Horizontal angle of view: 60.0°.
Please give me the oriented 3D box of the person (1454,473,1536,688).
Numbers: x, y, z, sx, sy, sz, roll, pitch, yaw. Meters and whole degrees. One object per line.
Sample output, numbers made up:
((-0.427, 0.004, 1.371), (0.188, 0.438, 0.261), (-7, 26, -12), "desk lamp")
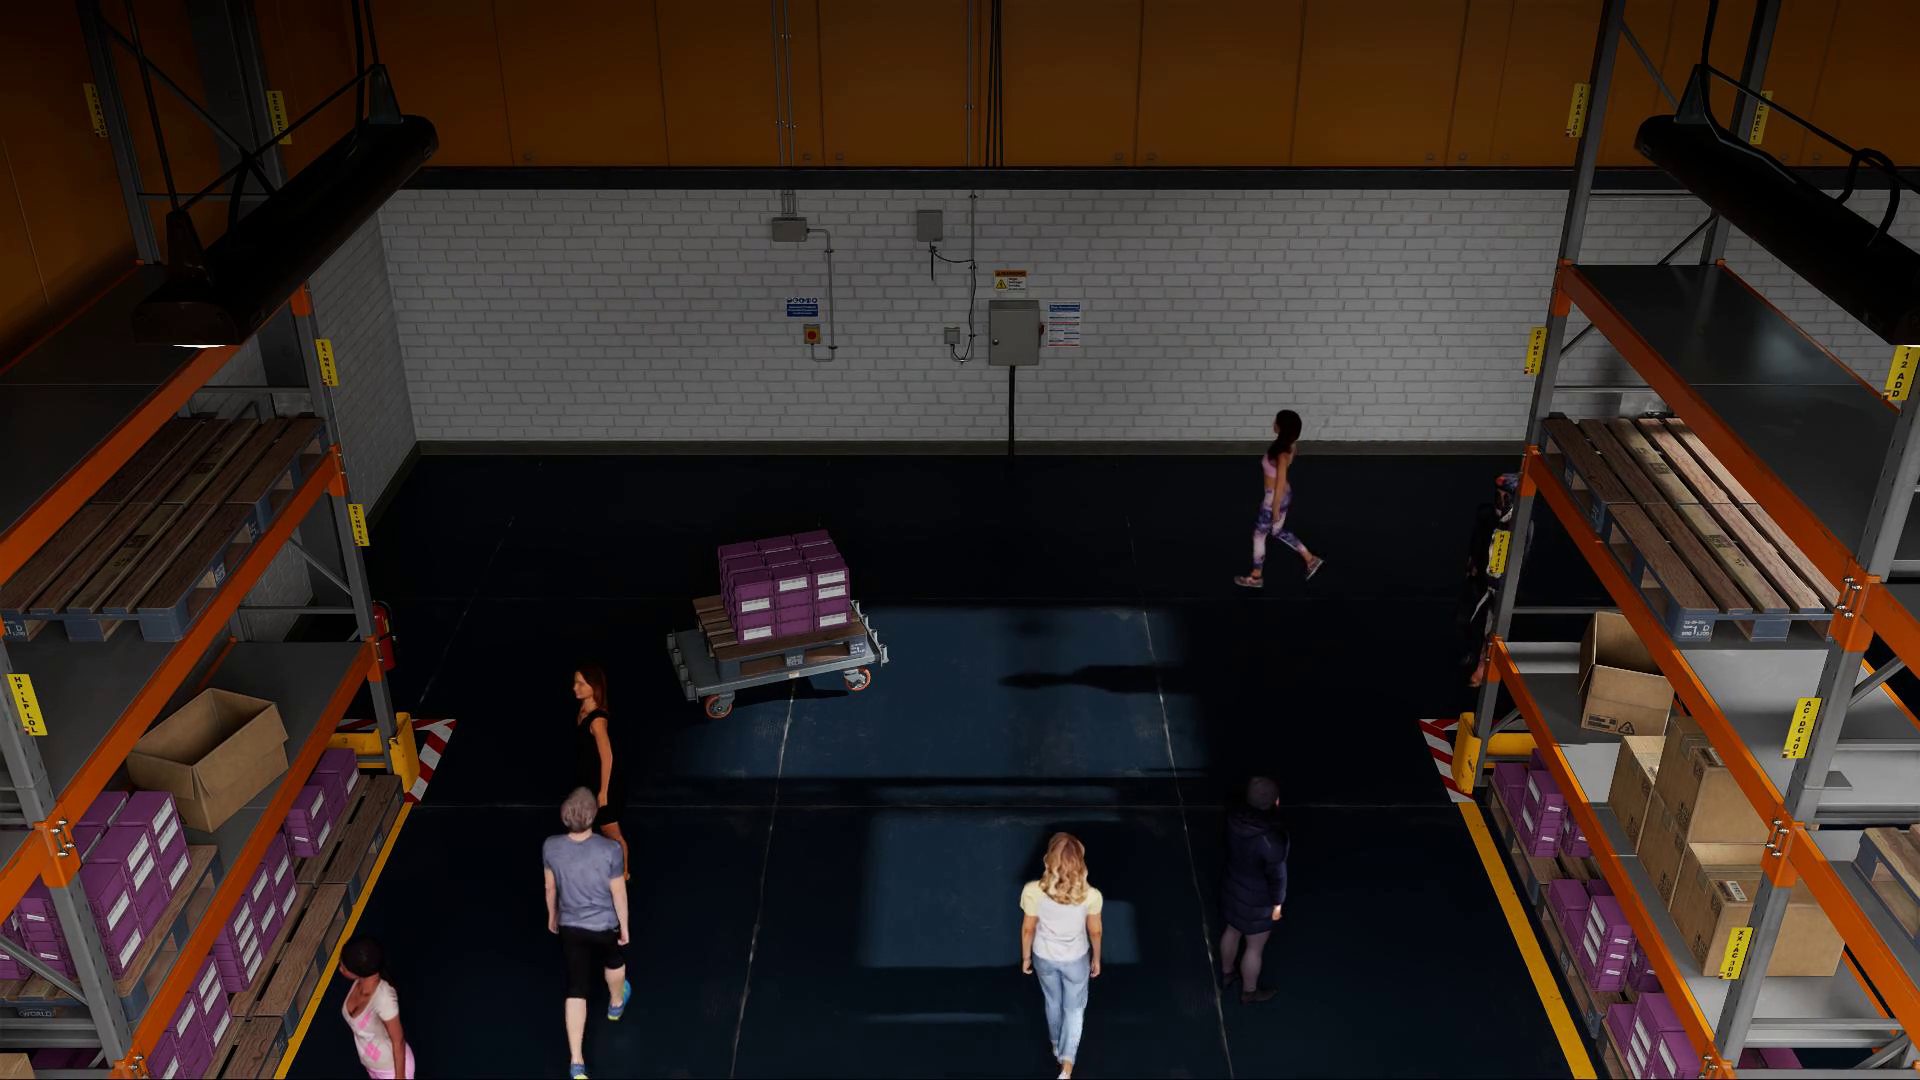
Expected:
((4.338, 0.298, 13.333), (0.908, 1.881, 0.847), (-24, 37, -37), "person")

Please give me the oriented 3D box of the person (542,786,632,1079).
((-2.164, 2.311, 9.672), (0.647, 1.853, 1.197), (-1, 29, -2), "person")

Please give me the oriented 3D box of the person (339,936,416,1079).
((-3.058, 2.790, 8.909), (0.716, 1.743, 0.631), (-21, 35, -33), "person")

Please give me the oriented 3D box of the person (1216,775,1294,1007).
((1.781, 2.133, 10.185), (0.853, 1.674, 0.766), (-17, 33, -28), "person")

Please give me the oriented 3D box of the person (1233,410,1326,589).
((2.862, -0.331, 14.624), (0.891, 1.750, 1.023), (10, 30, 18), "person")

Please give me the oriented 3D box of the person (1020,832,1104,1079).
((0.582, 2.458, 9.553), (0.685, 1.710, 1.004), (2, 29, 4), "person")

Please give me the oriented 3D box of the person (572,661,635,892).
((-2.377, 1.603, 10.992), (0.713, 1.833, 0.598), (-13, 31, -22), "person")
